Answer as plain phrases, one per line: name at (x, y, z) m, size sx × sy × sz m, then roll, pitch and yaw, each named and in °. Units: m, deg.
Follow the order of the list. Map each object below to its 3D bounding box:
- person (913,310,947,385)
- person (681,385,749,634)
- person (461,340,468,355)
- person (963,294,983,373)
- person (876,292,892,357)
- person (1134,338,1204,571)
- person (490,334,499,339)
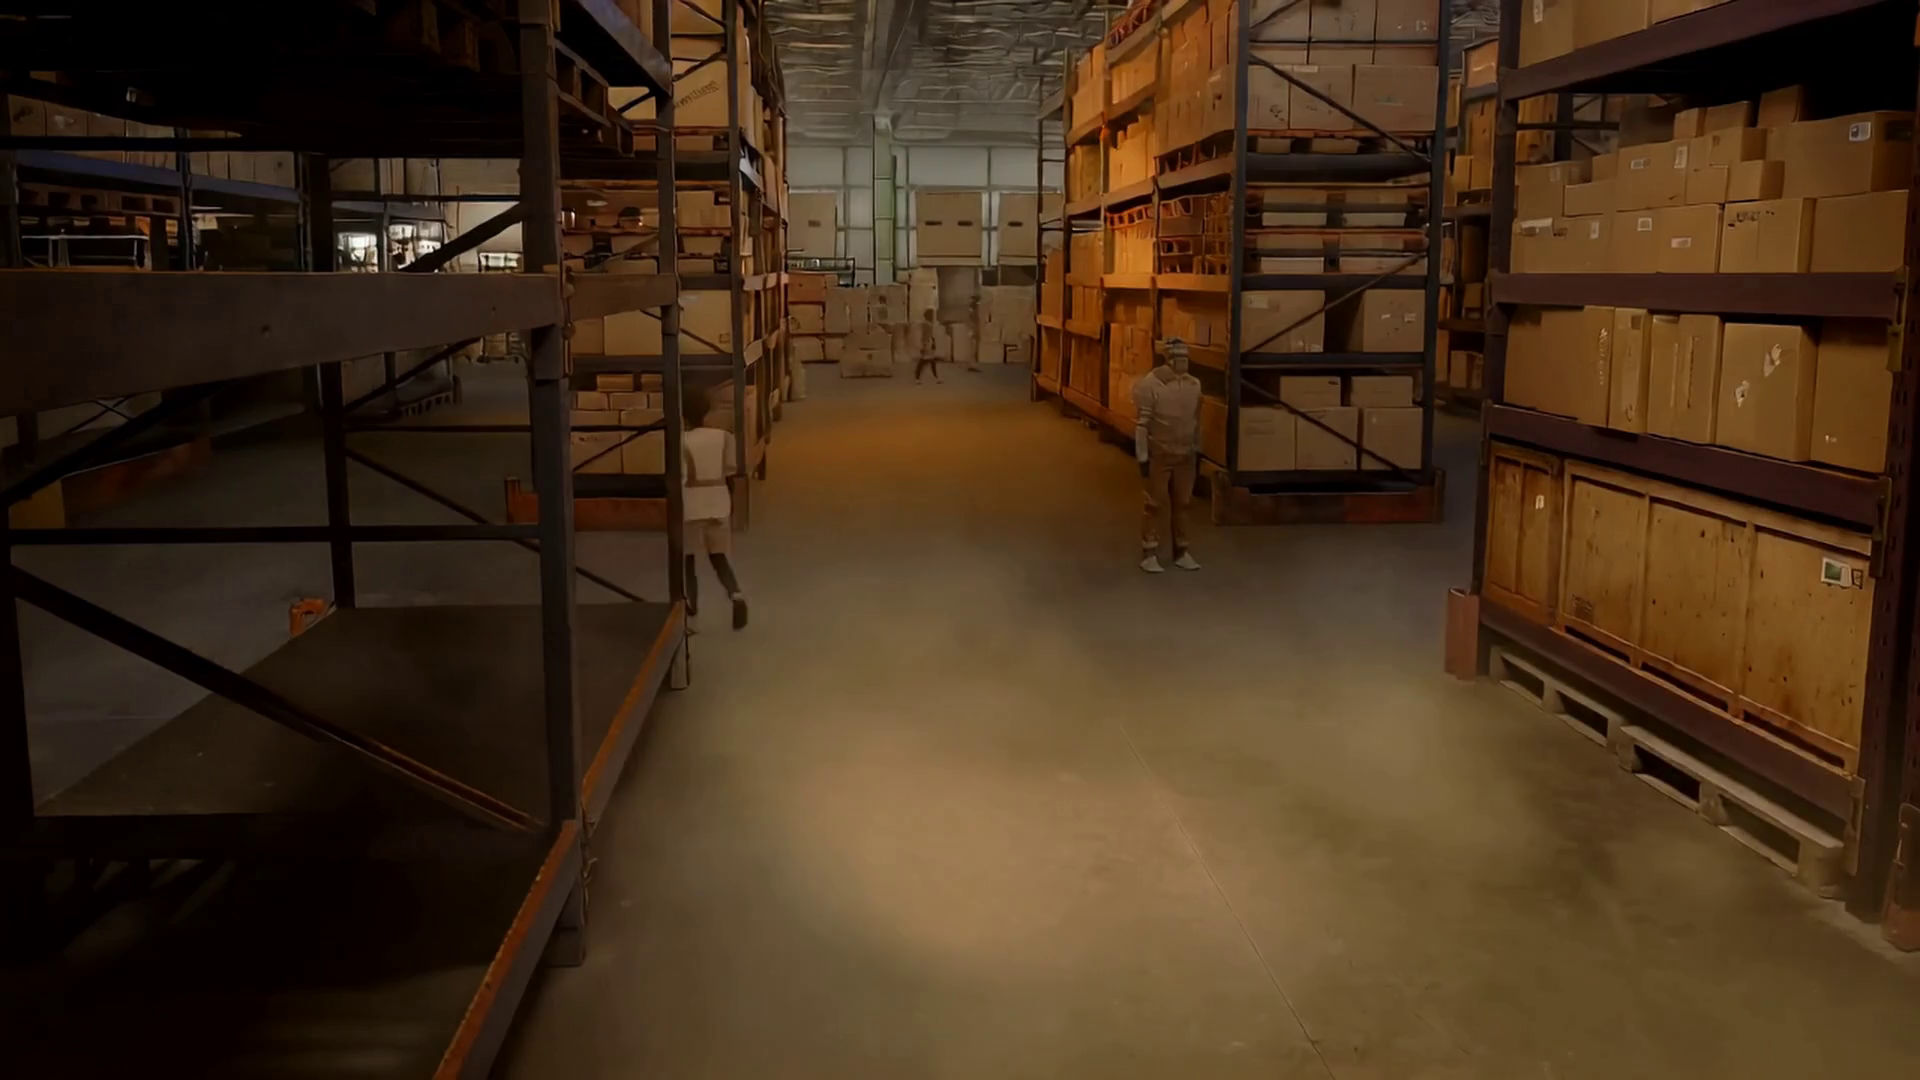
person at (-0.676, -4.206, 36.356) m, size 0.884 × 1.645 × 0.538 m, roll -4°, pitch 10°, yaw -23°
person at (-1.684, -0.185, 11.031) m, size 0.540 × 1.679 × 0.568 m, roll -7°, pitch 11°, yaw -36°
person at (-14.239, -6.126, 47.791) m, size 0.685 × 1.856 × 0.566 m, roll 1°, pitch 9°, yaw 7°
person at (0.344, -5.090, 41.063) m, size 0.440 × 1.926 × 0.654 m, roll 3°, pitch 9°, yaw 16°
person at (-2.163, -6.222, 48.219) m, size 0.747 × 1.911 × 0.648 m, roll -1°, pitch 9°, yaw -5°
person at (1.731, -0.695, 13.581) m, size 0.642 × 1.900 × 0.400 m, roll -4°, pitch 10°, yaw -26°
person at (-17.787, -8.591, 63.221) m, size 0.993 × 1.872 × 0.624 m, roll 9°, pitch 13°, yaw 44°
